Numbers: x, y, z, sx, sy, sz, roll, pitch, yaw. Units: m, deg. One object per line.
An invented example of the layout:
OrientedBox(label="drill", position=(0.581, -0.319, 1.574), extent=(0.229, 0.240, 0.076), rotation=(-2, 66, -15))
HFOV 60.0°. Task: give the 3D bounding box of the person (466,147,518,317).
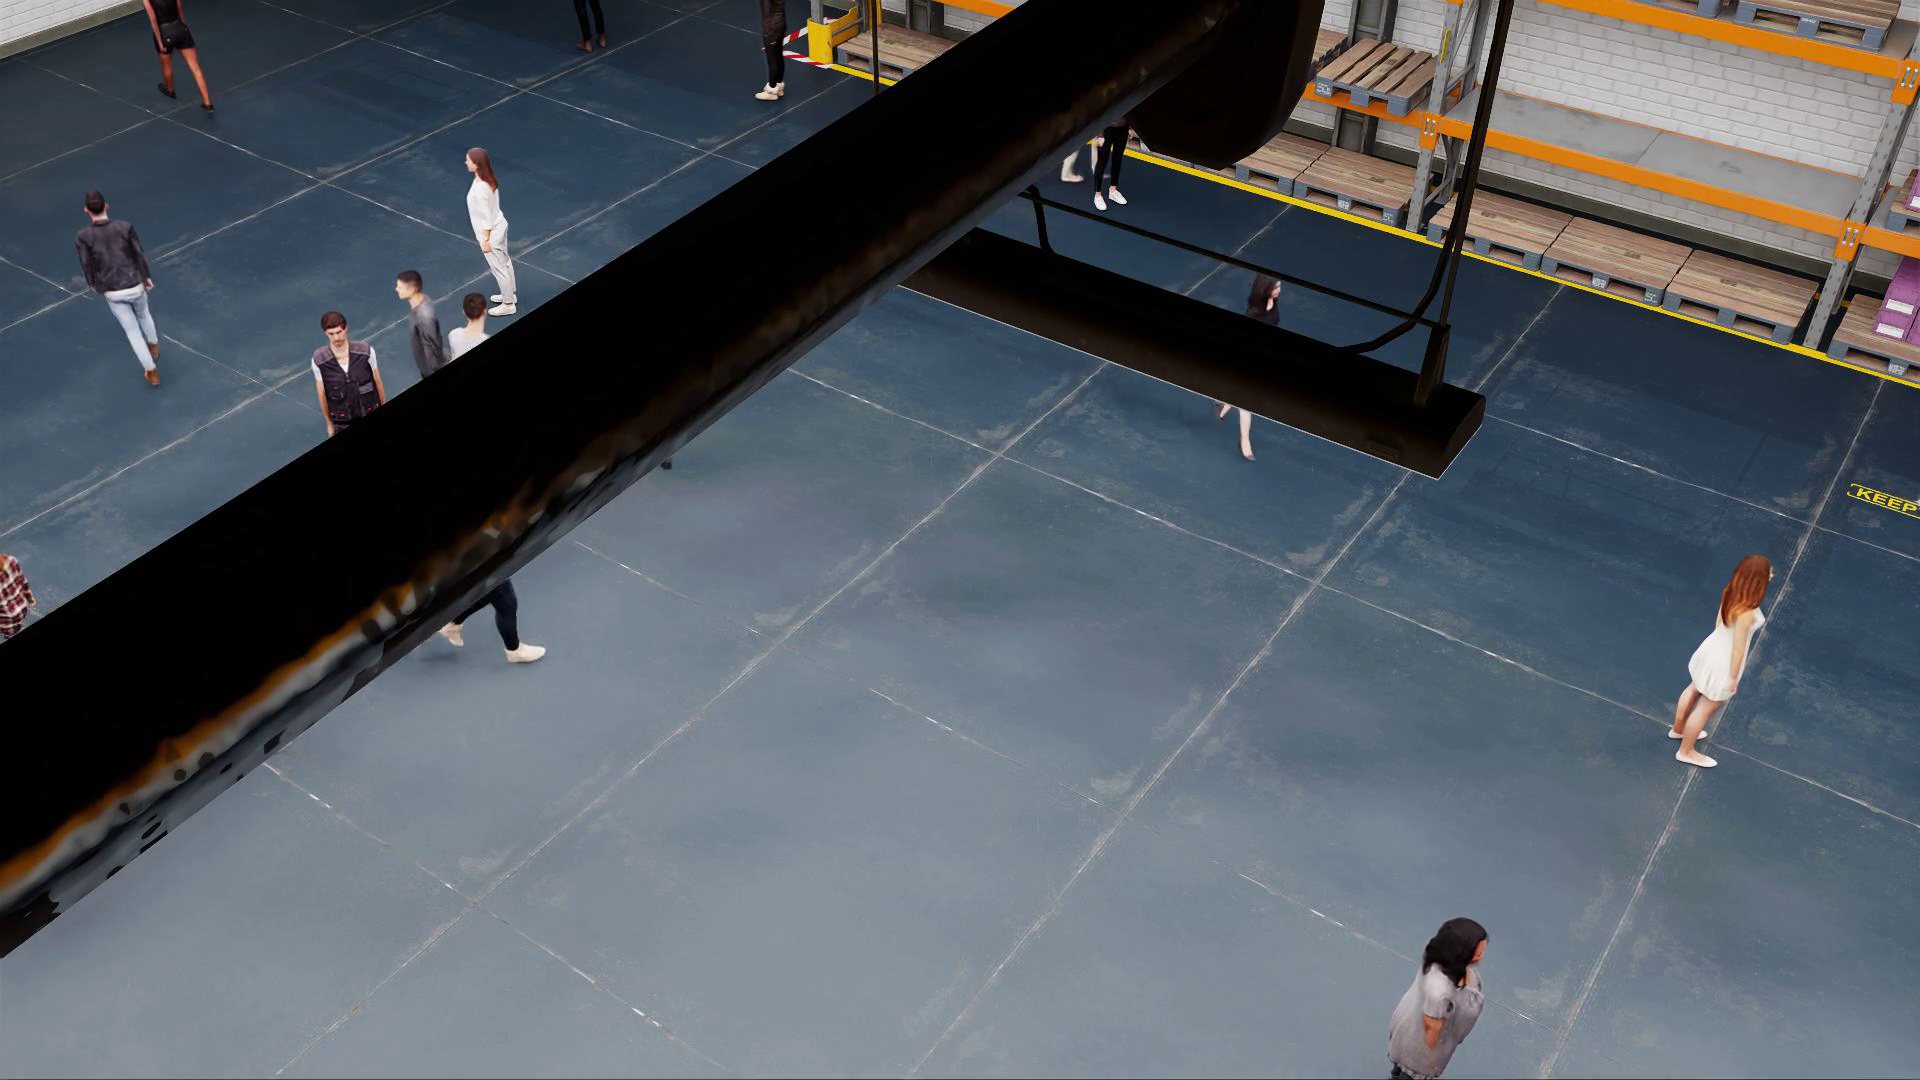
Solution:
OrientedBox(label="person", position=(-4.432, -2.934, 15.754), extent=(0.731, 1.689, 0.686), rotation=(-3, 39, -4))

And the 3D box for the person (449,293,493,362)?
OrientedBox(label="person", position=(-3.866, -1.043, 13.302), extent=(1.082, 1.793, 0.818), rotation=(15, 41, 18))

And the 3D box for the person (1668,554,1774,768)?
OrientedBox(label="person", position=(5.071, 0.780, 11.084), extent=(0.662, 1.712, 0.641), rotation=(5, 39, 6))

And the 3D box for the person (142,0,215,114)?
OrientedBox(label="person", position=(-9.065, -5.762, 19.299), extent=(1.208, 1.683, 0.690), rotation=(28, 47, 31))

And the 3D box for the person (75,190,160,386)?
OrientedBox(label="person", position=(-7.388, -2.189, 14.723), extent=(0.832, 1.811, 1.048), rotation=(-27, 46, -30))

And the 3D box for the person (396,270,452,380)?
OrientedBox(label="person", position=(-4.363, -1.450, 13.840), extent=(0.762, 1.758, 0.646), rotation=(-17, 42, -20))

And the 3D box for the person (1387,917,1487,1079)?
OrientedBox(label="person", position=(2.510, 2.580, 8.909), extent=(0.769, 1.614, 0.733), rotation=(8, 39, 10))

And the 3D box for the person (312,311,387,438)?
OrientedBox(label="person", position=(-4.792, -1.007, 13.213), extent=(0.742, 1.848, 0.751), rotation=(-15, 41, -18))

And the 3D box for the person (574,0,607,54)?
OrientedBox(label="person", position=(-4.710, -7.035, 20.772), extent=(0.740, 1.836, 0.647), rotation=(-30, 47, -32))

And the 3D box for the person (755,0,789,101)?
OrientedBox(label="person", position=(-2.177, -6.019, 19.638), extent=(0.643, 1.661, 0.710), rotation=(23, 44, 26))

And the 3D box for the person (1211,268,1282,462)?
OrientedBox(label="person", position=(2.378, -1.486, 13.859), extent=(0.818, 1.791, 0.651), rotation=(29, 47, 31))
